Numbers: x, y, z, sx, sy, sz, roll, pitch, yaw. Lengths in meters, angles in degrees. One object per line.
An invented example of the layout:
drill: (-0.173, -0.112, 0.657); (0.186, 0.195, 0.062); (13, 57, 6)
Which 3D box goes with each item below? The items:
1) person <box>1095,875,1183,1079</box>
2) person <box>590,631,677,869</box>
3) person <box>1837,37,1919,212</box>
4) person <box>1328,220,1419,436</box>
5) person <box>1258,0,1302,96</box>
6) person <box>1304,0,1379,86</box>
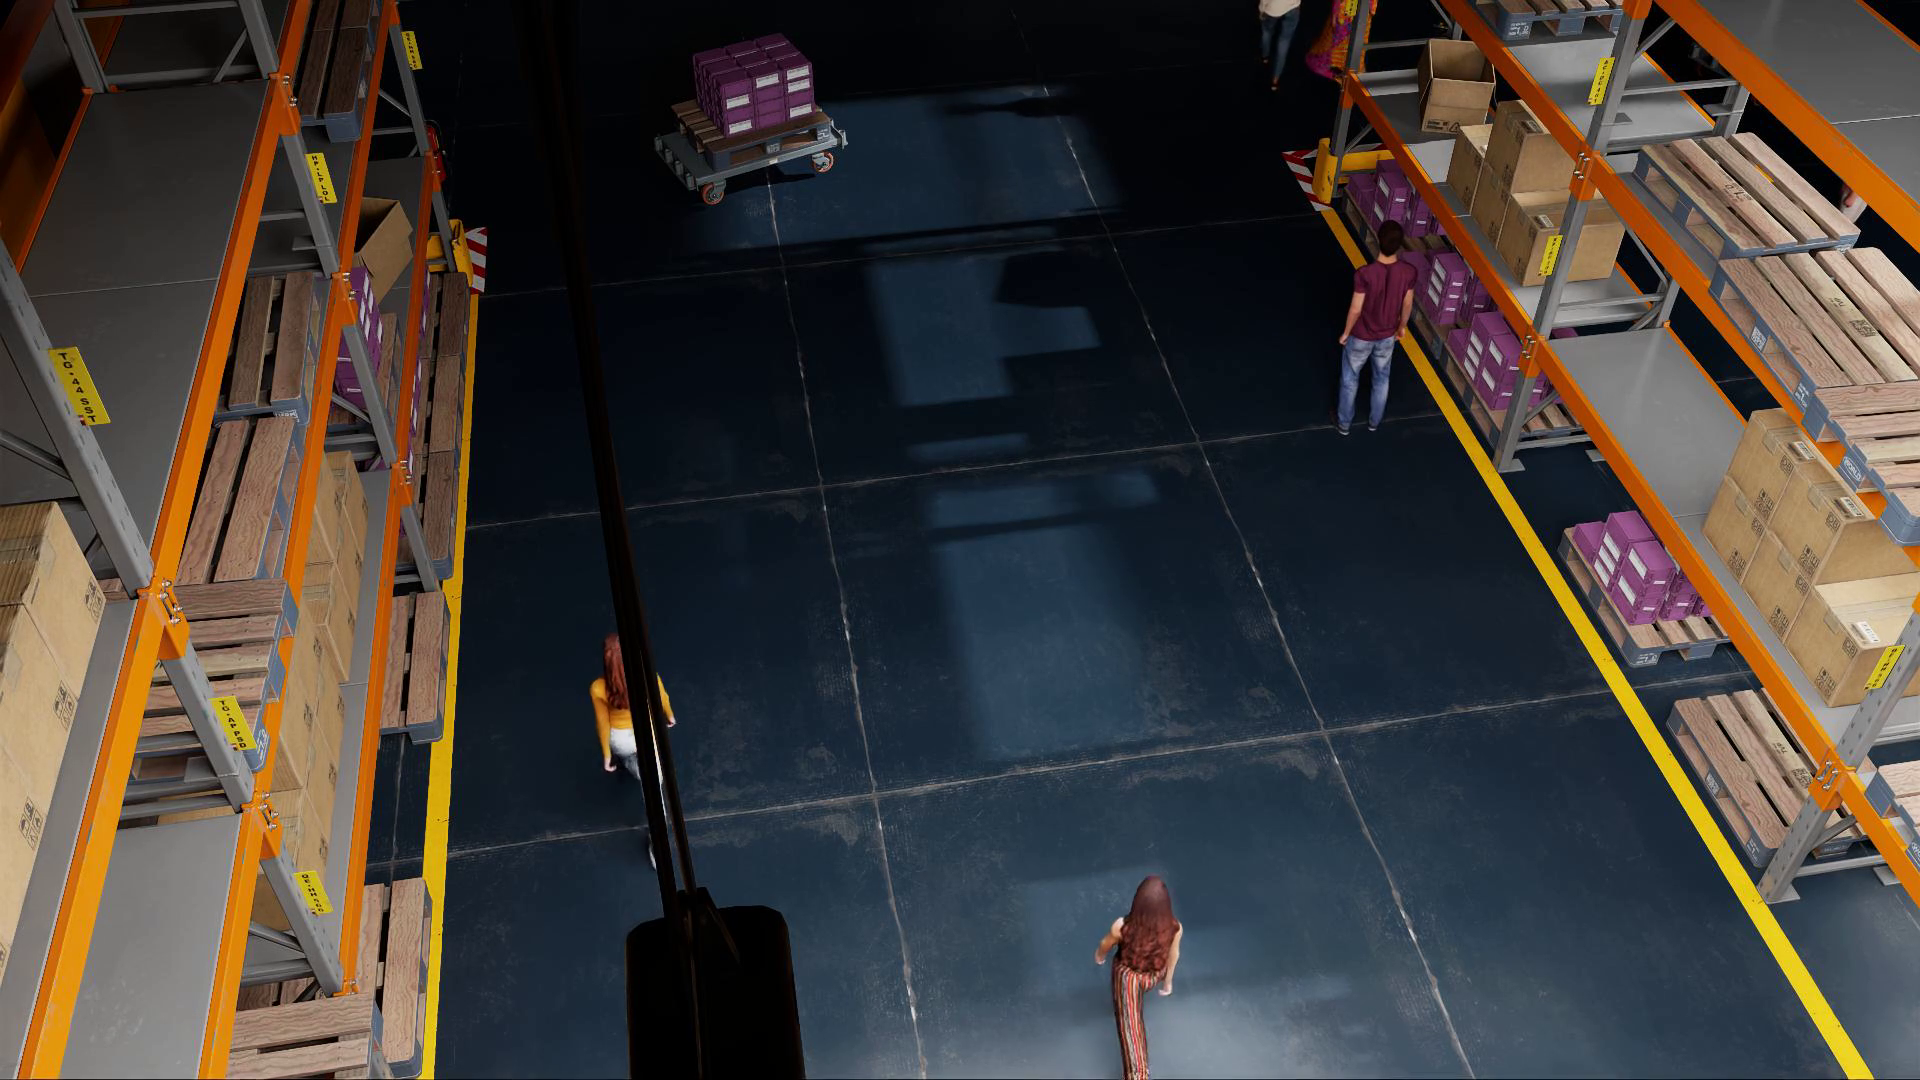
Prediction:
person: (0.944, 2.359, 8.758); (0.617, 1.521, 1.091); (-3, 44, -3)
person: (-1.887, 1.258, 9.788); (0.699, 1.693, 1.183); (-11, 45, -12)
person: (8.432, -3.758, 15.038); (0.567, 1.715, 0.547); (-6, 44, -7)
person: (3.149, -1.601, 12.676); (0.665, 1.849, 0.527); (-5, 44, -6)
person: (3.236, -5.278, 16.687); (0.798, 1.641, 1.107); (4, 44, 4)
person: (3.941, -5.301, 16.703); (0.686, 1.653, 1.152); (-10, 45, -11)
